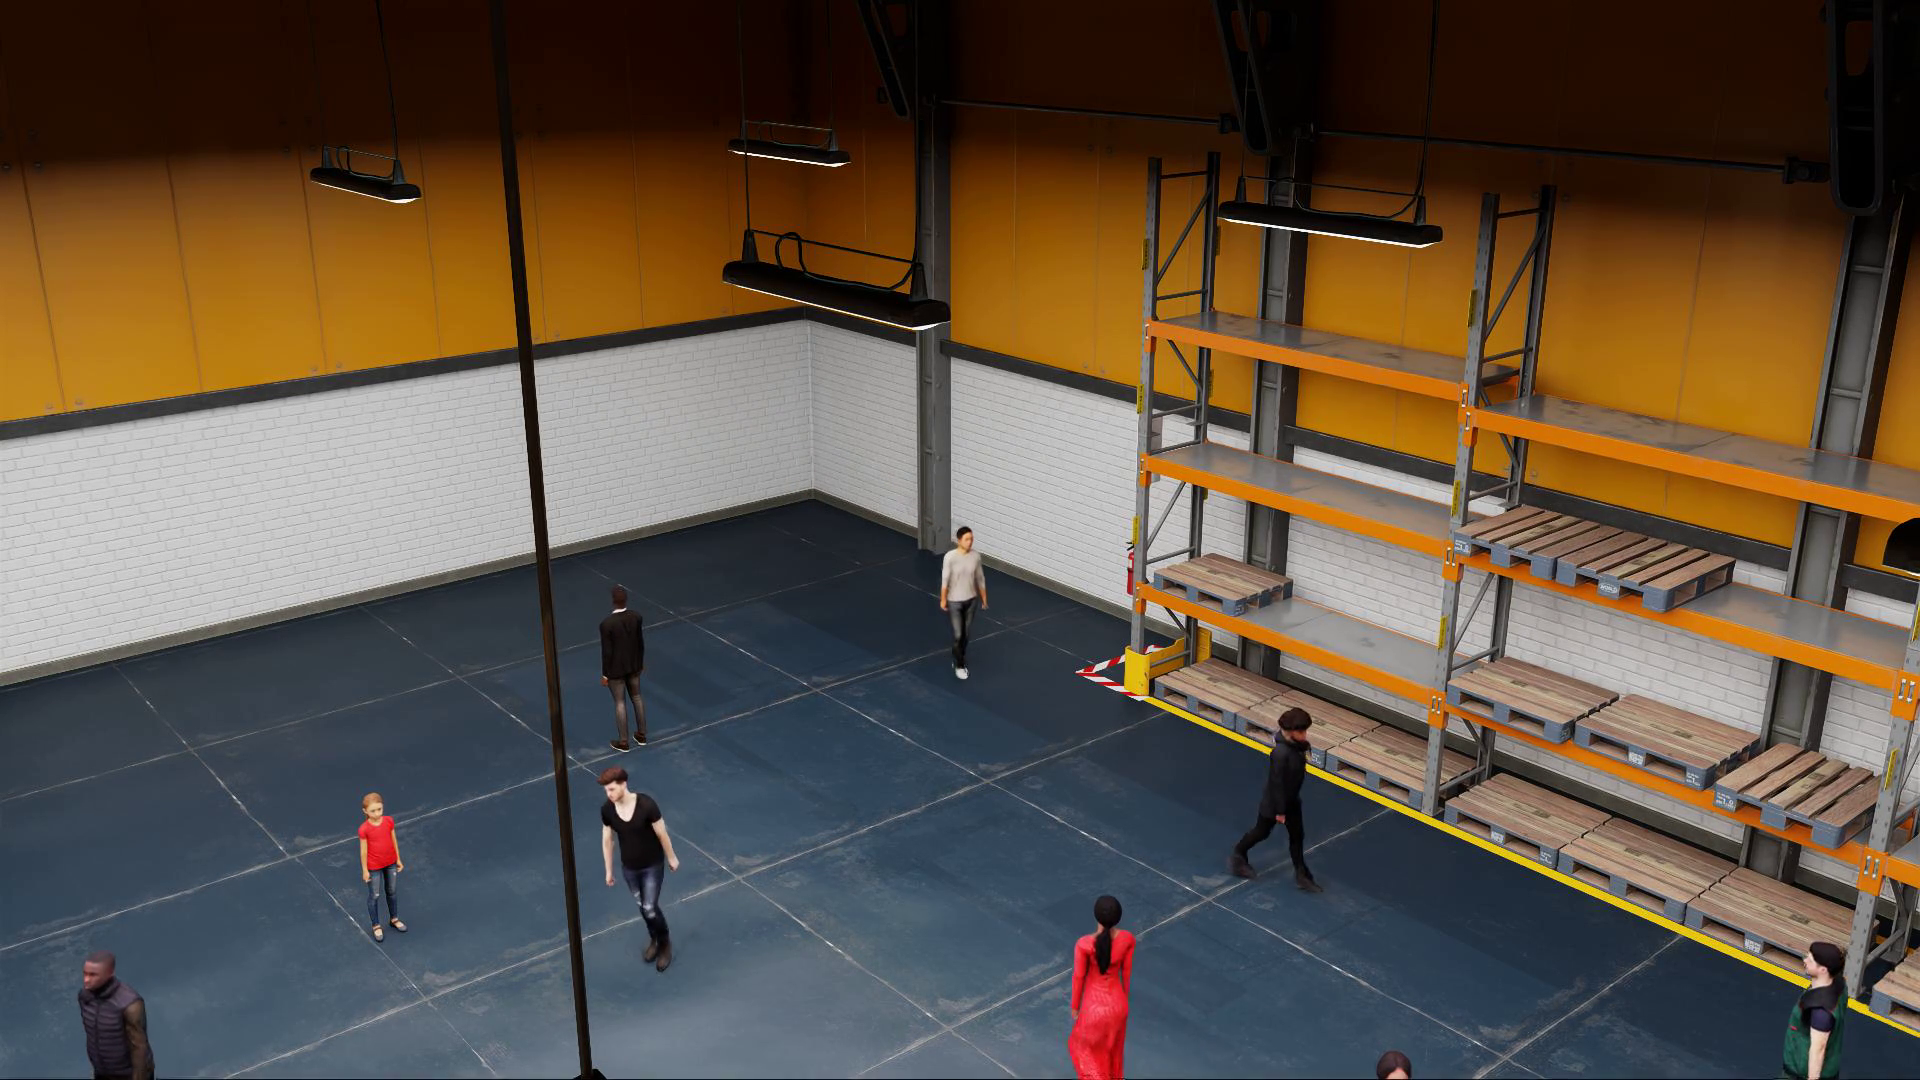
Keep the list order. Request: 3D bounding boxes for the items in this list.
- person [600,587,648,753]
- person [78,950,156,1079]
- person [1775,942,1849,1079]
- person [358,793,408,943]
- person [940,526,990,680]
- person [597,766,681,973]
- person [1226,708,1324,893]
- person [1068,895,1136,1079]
[{"bbox_3d":[-3.520,1.344,17.452,0.661,1.802,0.564,-17,25,-41],"label":"person"},{"bbox_3d":[-5.501,3.492,11.093,1.199,1.790,1.148,7,20,19],"label":"person"},{"bbox_3d":[5.683,3.515,10.915,1.168,1.860,0.845,15,24,37],"label":"person"},{"bbox_3d":[-4.909,2.736,14.089,0.500,1.310,0.492,-17,25,-41],"label":"person"},{"bbox_3d":[-0.017,0.676,19.433,0.777,1.805,0.822,-9,21,-25],"label":"person"},{"bbox_3d":[-2.557,2.619,13.603,0.924,1.842,0.979,3,19,8],"label":"person"},{"bbox_3d":[2.770,2.277,14.781,1.193,1.739,0.802,13,23,34],"label":"person"},{"bbox_3d":[1.014,3.326,11.609,0.746,1.774,0.819,-7,20,-19],"label":"person"}]
